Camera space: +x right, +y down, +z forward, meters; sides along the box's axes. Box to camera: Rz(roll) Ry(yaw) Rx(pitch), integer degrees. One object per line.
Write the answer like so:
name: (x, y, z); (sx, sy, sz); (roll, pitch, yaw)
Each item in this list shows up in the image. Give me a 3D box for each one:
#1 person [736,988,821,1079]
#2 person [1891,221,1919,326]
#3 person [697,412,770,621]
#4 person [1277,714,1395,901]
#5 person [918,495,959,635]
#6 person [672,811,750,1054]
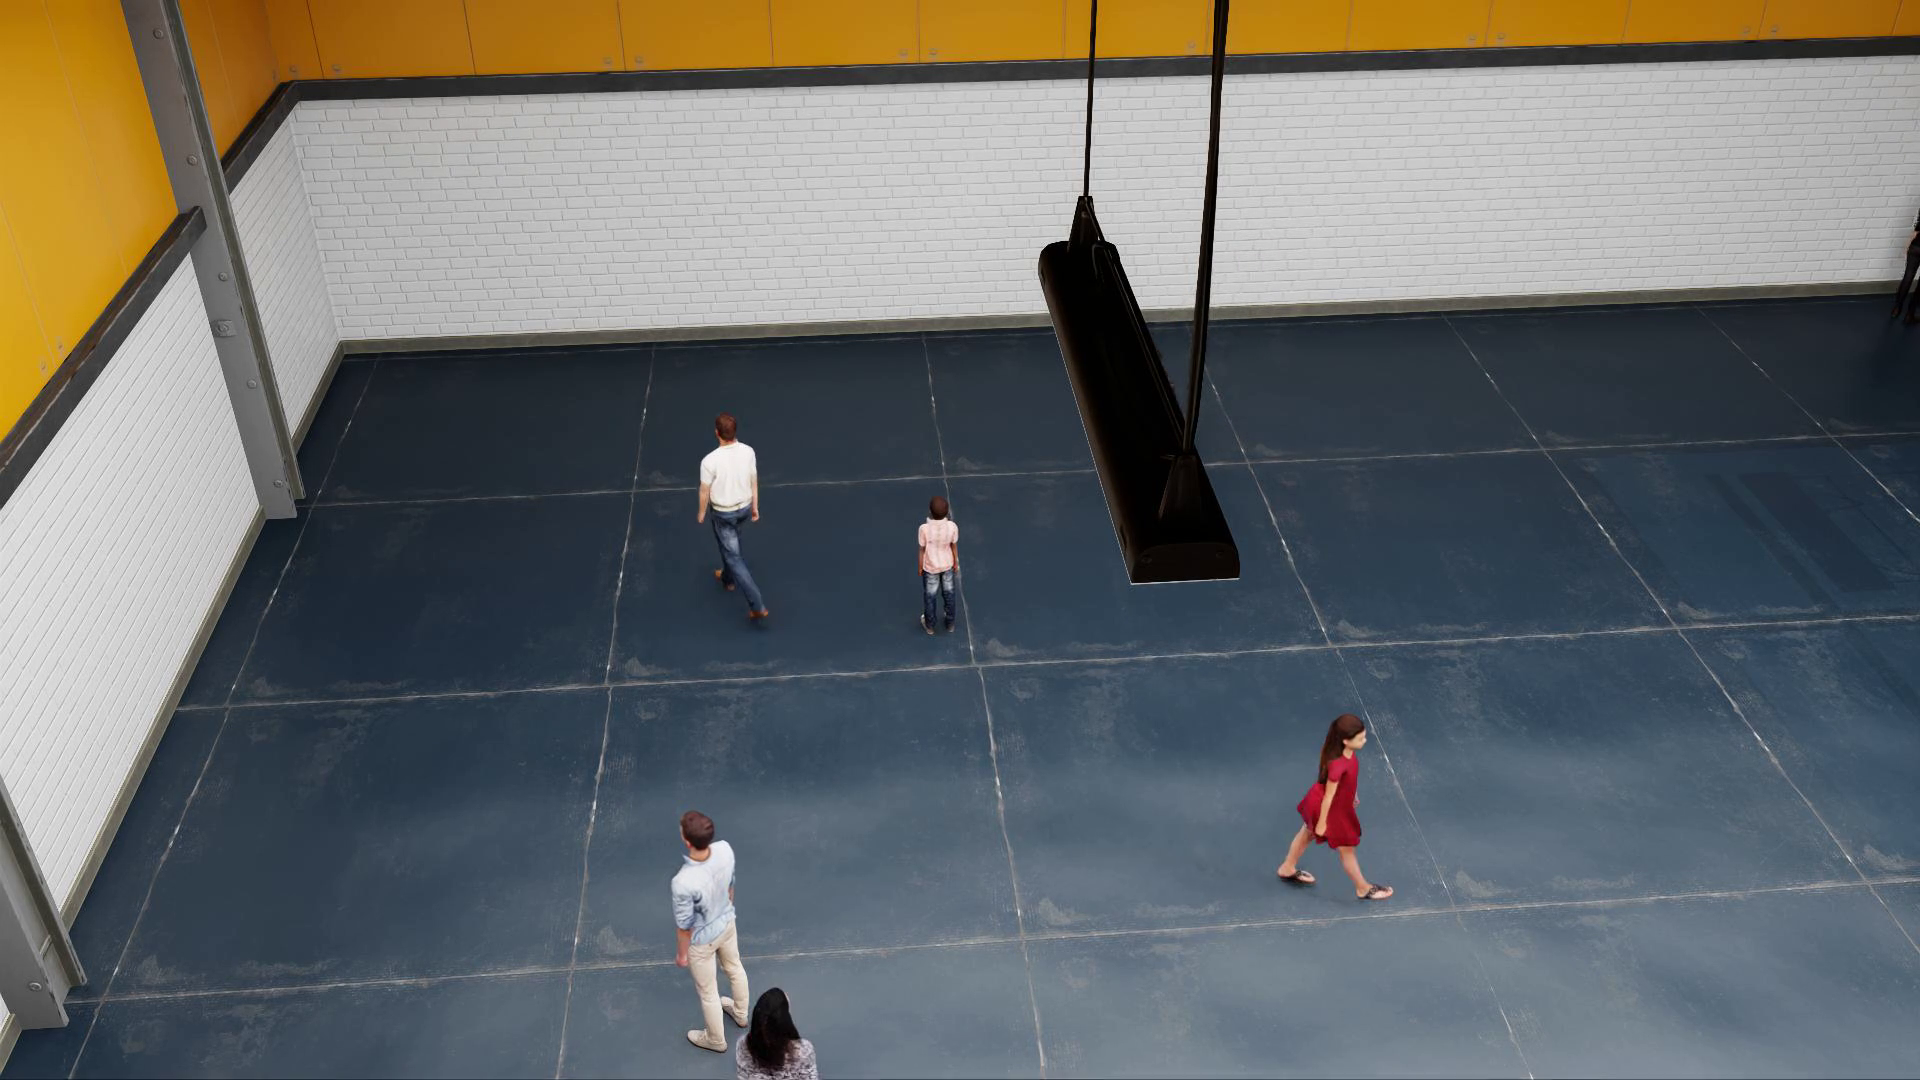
person: (-1.001, 3.151, 8.964); (0.811, 1.709, 1.115); (6, 34, 8)
person: (10.808, -3.228, 18.637); (0.752, 1.625, 0.630); (-23, 40, -31)
person: (-1.865, -0.166, 13.852); (1.118, 1.822, 1.308); (-24, 40, -32)
person: (2.422, 1.779, 11.205); (0.866, 1.513, 1.021); (10, 35, 14)
person: (-0.182, 0.204, 13.762); (0.524, 1.307, 0.531); (-9, 35, -14)
person: (-1.511, 2.353, 10.040); (0.791, 1.847, 0.711); (21, 39, 29)
